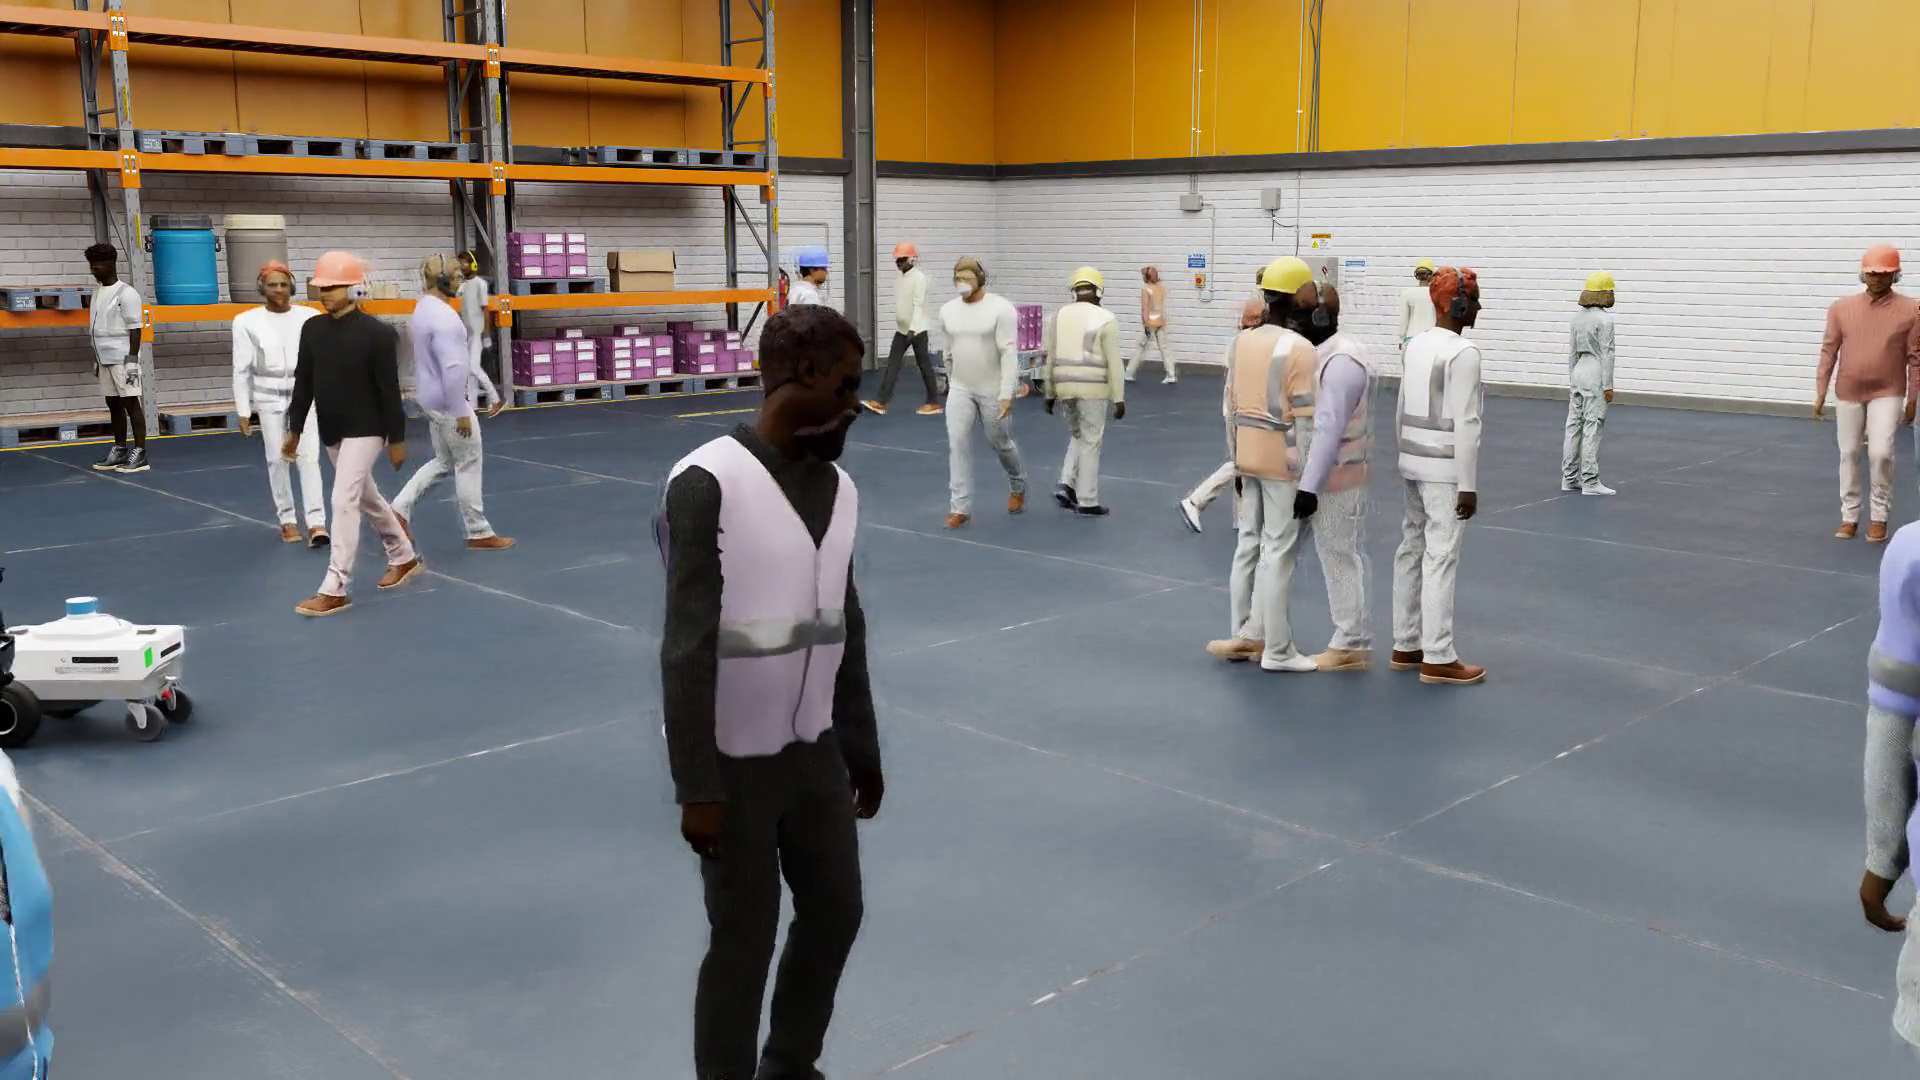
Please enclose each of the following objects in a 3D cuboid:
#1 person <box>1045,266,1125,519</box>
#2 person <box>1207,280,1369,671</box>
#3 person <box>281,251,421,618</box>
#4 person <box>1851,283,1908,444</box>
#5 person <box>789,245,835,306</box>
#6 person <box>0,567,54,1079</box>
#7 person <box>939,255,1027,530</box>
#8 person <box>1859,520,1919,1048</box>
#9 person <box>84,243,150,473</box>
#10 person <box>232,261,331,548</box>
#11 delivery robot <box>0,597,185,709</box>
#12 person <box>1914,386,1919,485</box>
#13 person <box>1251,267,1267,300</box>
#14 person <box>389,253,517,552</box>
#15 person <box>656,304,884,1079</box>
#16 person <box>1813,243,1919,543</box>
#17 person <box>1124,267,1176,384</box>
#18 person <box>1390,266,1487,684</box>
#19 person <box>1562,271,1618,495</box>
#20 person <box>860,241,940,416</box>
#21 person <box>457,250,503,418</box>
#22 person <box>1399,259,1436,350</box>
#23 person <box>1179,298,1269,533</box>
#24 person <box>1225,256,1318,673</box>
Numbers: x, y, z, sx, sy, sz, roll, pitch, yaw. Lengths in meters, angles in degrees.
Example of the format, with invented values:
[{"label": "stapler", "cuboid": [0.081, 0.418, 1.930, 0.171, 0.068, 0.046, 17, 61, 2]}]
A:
[{"label": "person", "cuboid": [0.915, -1.056, 11.958, 0.677, 1.799, 0.453, 9, 14, 41]}, {"label": "person", "cuboid": [1.526, -0.272, 7.666, 0.816, 1.814, 0.630, -2, 11, -10]}, {"label": "person", "cuboid": [-3.337, -0.612, 9.170, 0.625, 1.949, 1.034, 6, 12, 28]}, {"label": "person", "cuboid": [8.877, -1.848, 16.107, 0.394, 1.864, 0.542, -5, 12, -28]}, {"label": "person", "cuboid": [-1.197, -1.415, 13.536, 0.439, 1.935, 0.634, -3, 11, -16]}, {"label": "person", "cuboid": [-1.239, 0.811, 2.161, 0.831, 1.663, 0.543, 0, 10, -2]}, {"label": "person", "cuboid": [0.168, -1.060, 11.738, 0.643, 1.896, 0.985, 5, 11, 25]}, {"label": "person", "cuboid": [1.847, 0.585, 2.812, 0.551, 1.885, 0.778, 3, 11, 14]}, {"label": "person", "cuboid": [-7.244, -1.558, 14.263, 0.603, 1.959, 0.374, 7, 12, 32]}, {"label": "person", "cuboid": [-4.324, -0.850, 10.692, 0.613, 1.842, 0.948, -5, 12, -25]}, {"label": "delivery robot", "cuboid": [-3.550, 0.475, 6.752, 0.707, 0.478, 0.477, 0, 10, -1]}, {"label": "person", "cuboid": [4.989, -0.306, 8.321, 0.278, 1.633, 0.497, -2, 11, -13]}, {"label": "person", "cuboid": [3.743, -2.553, 20.561, 0.307, 1.641, 0.512, 7, 12, 33]}, {"label": "person", "cuboid": [-3.291, -0.847, 10.521, 0.793, 1.916, 0.643, -5, 12, -27]}, {"label": "person", "cuboid": [-0.427, 0.468, 3.527, 0.364, 1.911, 0.631, 7, 13, 34]}, {"label": "person", "cuboid": [5.987, -0.960, 10.990, 0.615, 1.972, 0.571, 9, 14, 40]}, {"label": "person", "cuboid": [2.603, -2.932, 22.766, 0.875, 1.591, 0.529, 9, 14, 41]}, {"label": "person", "cuboid": [2.185, -0.294, 7.581, 0.359, 1.882, 0.575, -2, 11, -13]}, {"label": "person", "cuboid": [4.968, -1.228, 13.054, 0.294, 1.744, 0.485, -3, 11, -16]}, {"label": "person", "cuboid": [-0.627, -2.353, 18.622, 1.008, 1.938, 0.627, -8, 13, -36]}, {"label": "person", "cuboid": [-5.398, -2.270, 18.415, 0.430, 1.865, 0.560, -9, 14, -41]}, {"label": "person", "cuboid": [5.152, -2.240, 18.533, 0.524, 1.760, 0.328, 3, 11, 15]}, {"label": "person", "cuboid": [1.821, -0.832, 11.270, 0.652, 1.602, 0.544, -1, 10, -7]}, {"label": "person", "cuboid": [1.481, -0.347, 7.749, 0.383, 1.923, 0.593, -5, 12, -26]}]
